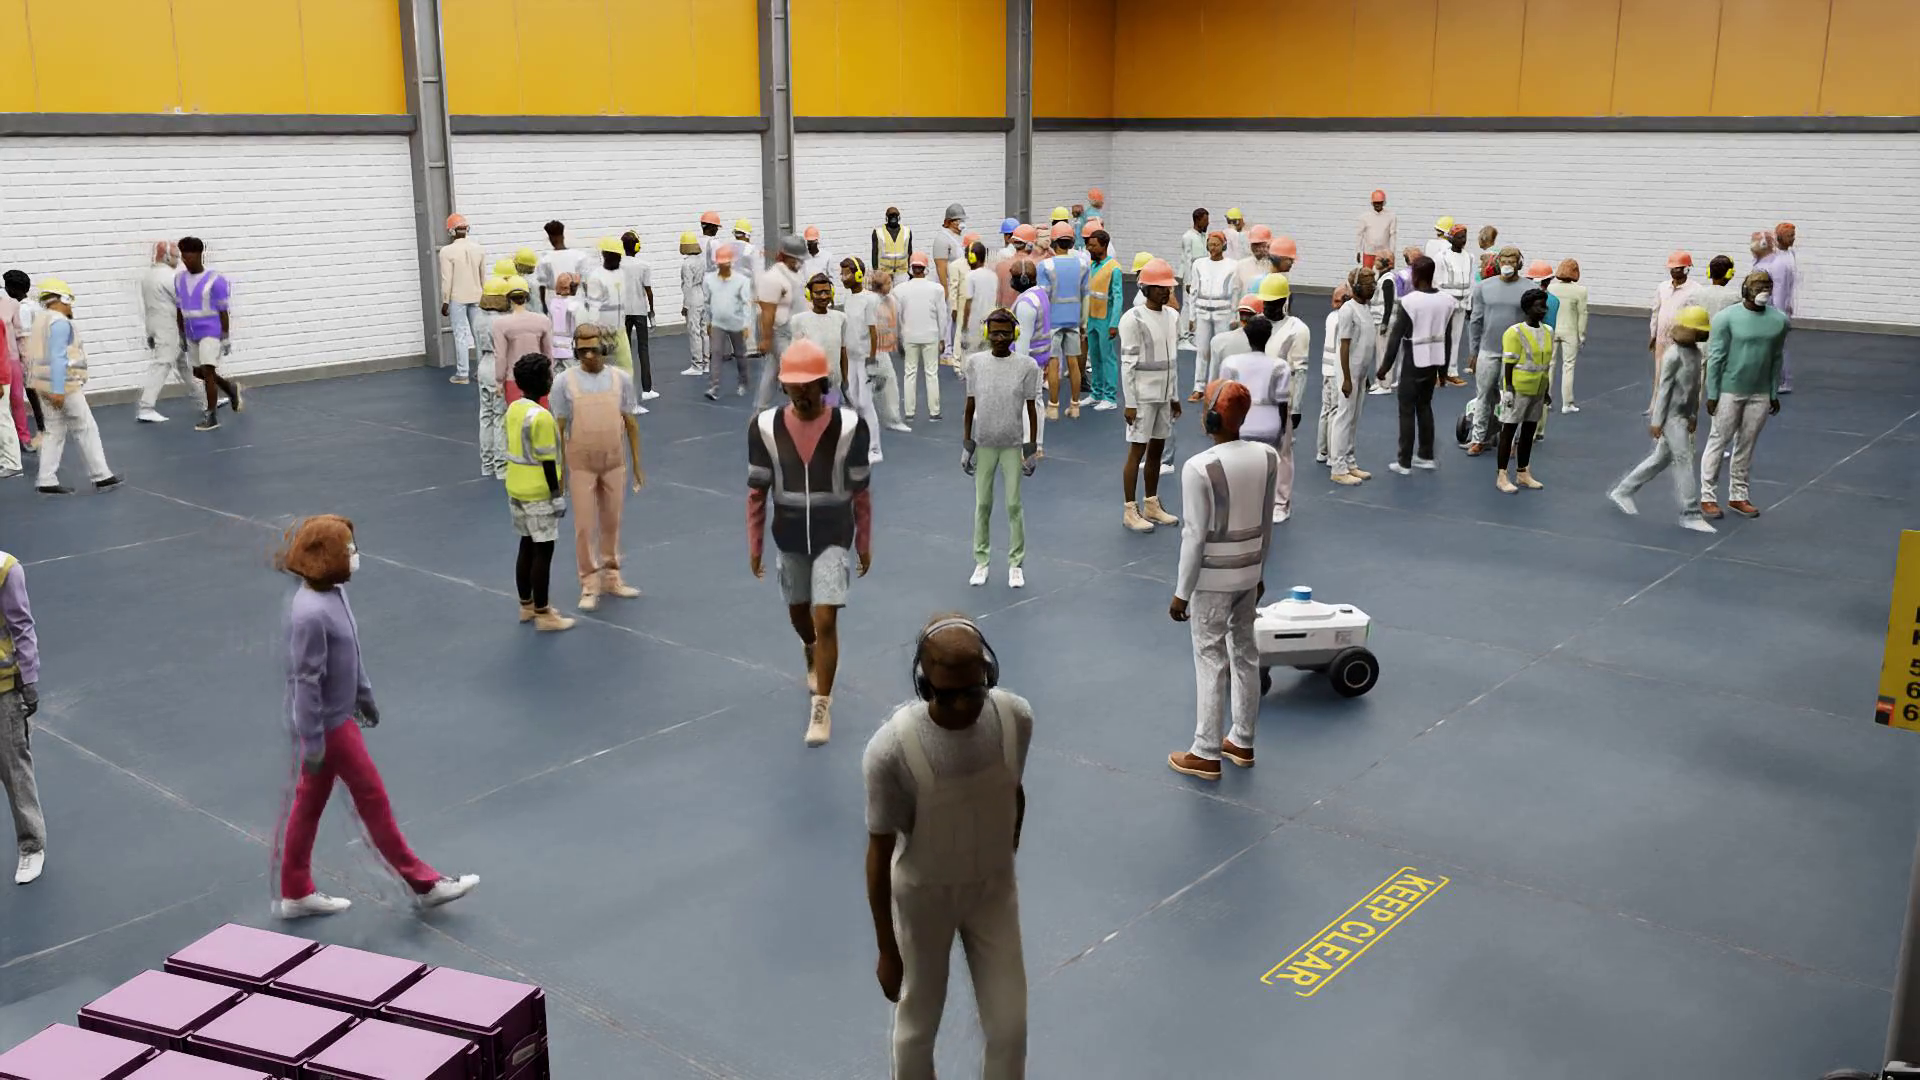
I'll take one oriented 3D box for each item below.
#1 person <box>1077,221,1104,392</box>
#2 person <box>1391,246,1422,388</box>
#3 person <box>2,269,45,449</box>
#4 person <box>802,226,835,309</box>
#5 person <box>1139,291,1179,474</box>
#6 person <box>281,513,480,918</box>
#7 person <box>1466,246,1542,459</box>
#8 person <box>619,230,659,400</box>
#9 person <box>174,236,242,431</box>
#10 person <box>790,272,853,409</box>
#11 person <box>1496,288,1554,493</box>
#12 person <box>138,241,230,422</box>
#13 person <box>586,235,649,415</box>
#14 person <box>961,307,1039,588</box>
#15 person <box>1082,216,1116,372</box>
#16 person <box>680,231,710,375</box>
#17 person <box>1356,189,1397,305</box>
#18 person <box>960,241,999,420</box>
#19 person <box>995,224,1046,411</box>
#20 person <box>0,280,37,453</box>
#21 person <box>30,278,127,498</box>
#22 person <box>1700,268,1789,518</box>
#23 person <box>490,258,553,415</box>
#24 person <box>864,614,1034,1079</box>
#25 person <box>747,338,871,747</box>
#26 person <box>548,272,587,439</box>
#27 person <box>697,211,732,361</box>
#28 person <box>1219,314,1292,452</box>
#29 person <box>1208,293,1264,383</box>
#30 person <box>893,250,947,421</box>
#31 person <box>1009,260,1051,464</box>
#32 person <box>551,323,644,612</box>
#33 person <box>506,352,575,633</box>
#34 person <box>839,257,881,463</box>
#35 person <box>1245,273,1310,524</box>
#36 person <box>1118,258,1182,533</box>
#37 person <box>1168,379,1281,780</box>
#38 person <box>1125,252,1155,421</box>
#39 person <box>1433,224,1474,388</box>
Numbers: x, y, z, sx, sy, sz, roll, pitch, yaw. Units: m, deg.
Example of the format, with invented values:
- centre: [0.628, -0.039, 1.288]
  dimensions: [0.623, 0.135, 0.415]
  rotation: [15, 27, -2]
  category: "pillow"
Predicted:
- centre: [1.494, -2.667, 19.041]
  dimensions: [0.373, 1.934, 0.551]
  rotation: [0, 14, 2]
  category: "person"
- centre: [5.213, -2.571, 19.261]
  dimensions: [0.523, 1.638, 0.311]
  rotation: [-6, 15, -24]
  category: "person"
- centre: [-8.774, -1.705, 15.712]
  dimensions: [0.319, 1.685, 0.539]
  rotation: [-5, 15, -18]
  category: "person"
- centre: [-1.878, -3.131, 21.266]
  dimensions: [0.572, 1.750, 0.329]
  rotation: [-2, 14, -6]
  category: "person"
- centre: [1.755, -1.393, 14.568]
  dimensions: [0.282, 1.633, 0.500]
  rotation: [-3, 14, -10]
  category: "person"
- centre: [-2.272, 0.679, 6.341]
  dimensions: [0.801, 1.592, 0.523]
  rotation: [-4, 14, -14]
  category: "person"
- centre: [4.970, -1.715, 15.235]
  dimensions: [0.628, 1.940, 0.373]
  rotation: [6, 15, 22]
  category: "person"
- centre: [-3.624, -2.490, 18.471]
  dimensions: [0.526, 1.871, 0.324]
  rotation: [2, 14, 6]
  category: "person"
- centre: [-7.597, -2.115, 16.857]
  dimensions: [0.601, 1.939, 0.806]
  rotation: [5, 15, 18]
  category: "person"
- centre: [-1.106, -1.208, 13.347]
  dimensions: [0.531, 1.870, 0.317]
  rotation: [-8, 16, -28]
  category: "person"
- centre: [4.712, -1.241, 13.831]
  dimensions: [0.531, 1.697, 0.320]
  rotation: [-8, 16, -28]
  category: "person"
- centre: [-8.141, -2.156, 17.207]
  dimensions: [1.010, 1.845, 0.642]
  rotation: [-13, 19, -43]
  category: "person"
- centre: [-3.755, -2.285, 17.617]
  dimensions: [0.954, 1.884, 0.600]
  rotation: [9, 16, 31]
  category: "person"
- centre: [0.259, -0.606, 10.971]
  dimensions: [0.508, 1.860, 0.334]
  rotation: [2, 14, 10]
  category: "person"
- centre: [1.650, -3.039, 20.591]
  dimensions: [0.407, 1.908, 0.641]
  rotation: [-6, 15, -23]
  category: "person"
- centre: [-3.274, -2.896, 20.355]
  dimensions: [0.294, 1.742, 0.485]
  rotation: [4, 15, 16]
  category: "person"
- centre: [6.777, -4.710, 27.134]
  dimensions: [0.637, 1.981, 0.430]
  rotation: [3, 14, 11]
  category: "person"
- centre: [0.217, -2.141, 17.136]
  dimensions: [0.551, 1.837, 0.582]
  rotation: [12, 18, 40]
  category: "person"
- centre: [0.656, -2.313, 17.511]
  dimensions: [0.622, 1.992, 0.394]
  rotation: [9, 17, 32]
  category: "person"
- centre: [-8.872, -1.652, 15.349]
  dimensions: [0.525, 1.759, 0.341]
  rotation: [-12, 18, -39]
  category: "person"
- centre: [-7.349, -1.253, 13.725]
  dimensions: [0.657, 1.771, 0.764]
  rotation: [12, 18, 39]
  category: "person"
- centre: [6.082, -1.133, 12.910]
  dimensions: [0.629, 1.940, 0.378]
  rotation: [-2, 14, -7]
  category: "person"
- centre: [-4.409, -1.962, 16.656]
  dimensions: [0.759, 1.731, 0.539]
  rotation: [-7, 15, -24]
  category: "person"
- centre: [-0.016, 1.026, 4.594]
  dimensions: [0.548, 1.783, 0.727]
  rotation: [-6, 15, -22]
  category: "person"
- centre: [-0.748, -0.047, 8.450]
  dimensions: [0.619, 2.013, 0.951]
  rotation: [1, 14, 3]
  category: "person"
- centre: [-3.766, -1.758, 16.035]
  dimensions: [0.521, 1.632, 0.314]
  rotation: [11, 18, 38]
  category: "person"
- centre: [-3.212, -3.268, 21.463]
  dimensions: [0.552, 1.926, 0.366]
  rotation: [12, 18, 40]
  category: "person"
- centre: [2.112, -0.782, 12.027]
  dimensions: [0.549, 1.673, 0.566]
  rotation: [3, 14, 11]
  category: "person"
- centre: [2.223, -1.059, 13.028]
  dimensions: [0.572, 1.737, 0.354]
  rotation: [6, 15, 22]
  category: "person"
- centre: [-0.406, -2.094, 17.123]
  dimensions: [0.560, 1.751, 0.332]
  rotation: [1, 14, 6]
  category: "person"
- centre: [0.594, -1.598, 14.988]
  dimensions: [0.429, 1.837, 0.624]
  rotation: [4, 15, 15]
  category: "person"
- centre: [-2.285, -0.466, 10.497]
  dimensions: [0.555, 1.828, 0.432]
  rotation: [-7, 16, -26]
  category: "person"
- centre: [-2.551, -0.284, 10.020]
  dimensions: [0.320, 1.692, 0.536]
  rotation: [-10, 17, -34]
  category: "person"
- centre: [-0.919, -1.617, 15.023]
  dimensions: [0.340, 1.855, 0.526]
  rotation: [-10, 17, -35]
  category: "person"
- centre: [2.384, -1.084, 12.757]
  dimensions: [0.400, 1.918, 0.587]
  rotation: [-13, 19, -41]
  category: "person"
- centre: [1.456, -1.085, 12.506]
  dimensions: [0.376, 2.043, 0.609]
  rotation: [14, 19, 43]
  category: "person"
- centre: [1.219, 0.185, 7.753]
  dimensions: [0.572, 1.885, 0.356]
  rotation: [-11, 18, -37]
  category: "person"
- centre: [1.874, -2.026, 16.844]
  dimensions: [0.323, 1.761, 0.523]
  rotation: [-2, 14, -10]
  category: "person"
- centre: [5.739, -2.722, 19.373]
  dimensions: [0.575, 1.882, 0.355]
  rotation: [-7, 16, -27]
  category: "person"
